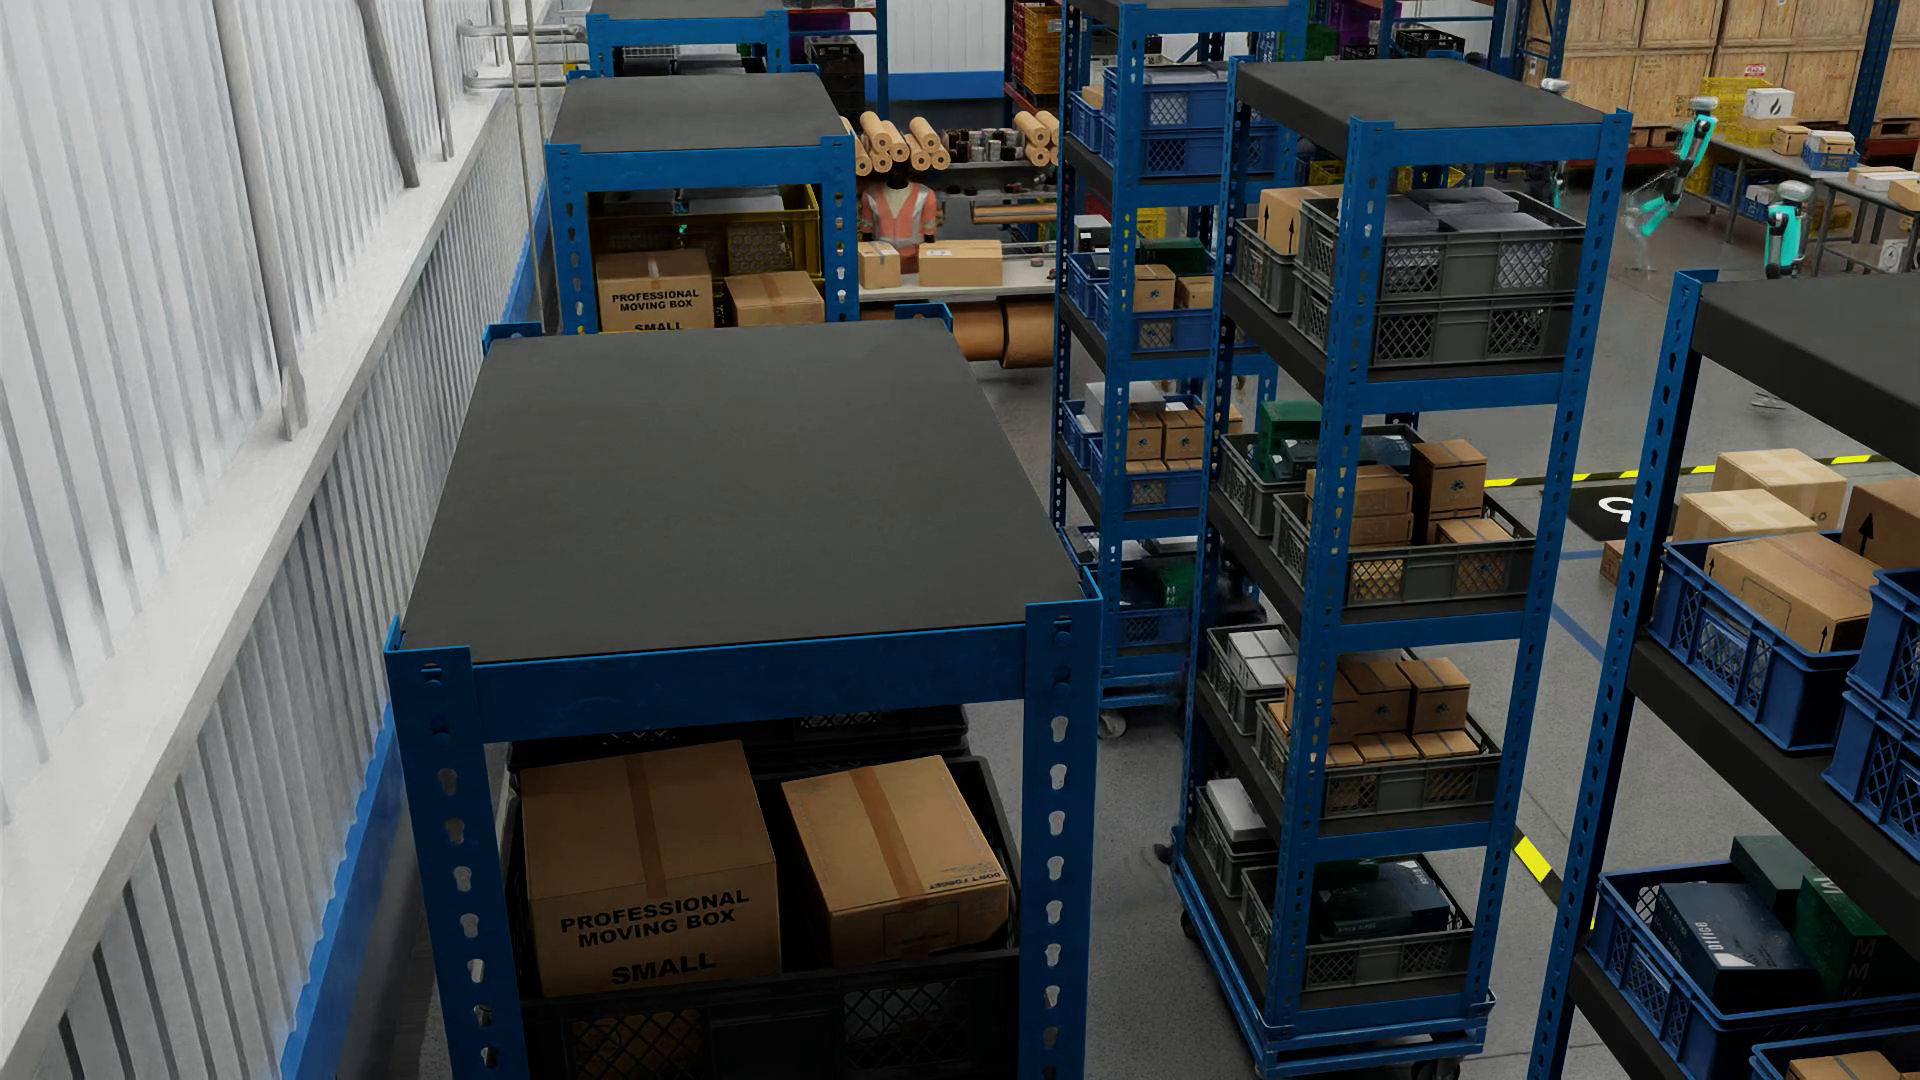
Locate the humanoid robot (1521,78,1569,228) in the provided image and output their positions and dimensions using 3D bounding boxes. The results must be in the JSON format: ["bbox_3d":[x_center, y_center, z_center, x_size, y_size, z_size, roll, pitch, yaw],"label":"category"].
[{"bbox_3d":[5.952,-3.691,16.638,0.747,1.843,0.530,-15,29,-30],"label":"humanoid robot"}]

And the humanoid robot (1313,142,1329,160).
[{"bbox_3d":[4.075,-4.501,18.380,0.365,1.646,0.603,-4,25,-8],"label":"humanoid robot"}]

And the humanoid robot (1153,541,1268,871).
[{"bbox_3d":[1.012,0.726,7.041,0.491,1.644,0.595,-10,27,-21],"label":"humanoid robot"}]

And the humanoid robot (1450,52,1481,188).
[{"bbox_3d":[5.687,-4.626,18.665,0.352,1.650,0.589,18,30,34],"label":"humanoid robot"}]

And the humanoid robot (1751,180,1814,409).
[{"bbox_3d":[6.217,-1.773,12.234,0.735,1.677,0.533,17,30,33],"label":"humanoid robot"}]

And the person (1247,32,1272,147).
[{"bbox_3d":[3.389,-5.010,19.256,0.357,1.884,0.573,16,29,32],"label":"person"}]

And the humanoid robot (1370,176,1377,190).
[{"bbox_3d":[3.548,-2.621,14.322,0.446,1.633,0.614,11,27,22],"label":"humanoid robot"}]

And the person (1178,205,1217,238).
[{"bbox_3d":[2.248,-3.388,15.782,0.429,1.841,0.632,-23,33,-40],"label":"person"}]

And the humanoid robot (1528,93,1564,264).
[{"bbox_3d":[5.770,-3.535,16.296,0.401,1.646,0.584,9,26,18],"label":"humanoid robot"}]

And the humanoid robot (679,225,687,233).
[{"bbox_3d":[-2.048,-1.570,11.988,0.576,1.773,0.898,-3,25,-6],"label":"humanoid robot"}]

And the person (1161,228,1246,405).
[{"bbox_3d":[1.592,-1.124,10.848,0.597,1.850,0.396,-5,25,-10],"label":"person"}]

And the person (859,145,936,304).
[{"bbox_3d":[-0.483,-2.133,12.915,0.597,1.958,0.365,4,25,8],"label":"person"}]

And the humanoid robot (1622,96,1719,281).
[{"bbox_3d":[6.628,-3.311,15.783,0.812,1.804,0.533,12,27,24],"label":"humanoid robot"}]
